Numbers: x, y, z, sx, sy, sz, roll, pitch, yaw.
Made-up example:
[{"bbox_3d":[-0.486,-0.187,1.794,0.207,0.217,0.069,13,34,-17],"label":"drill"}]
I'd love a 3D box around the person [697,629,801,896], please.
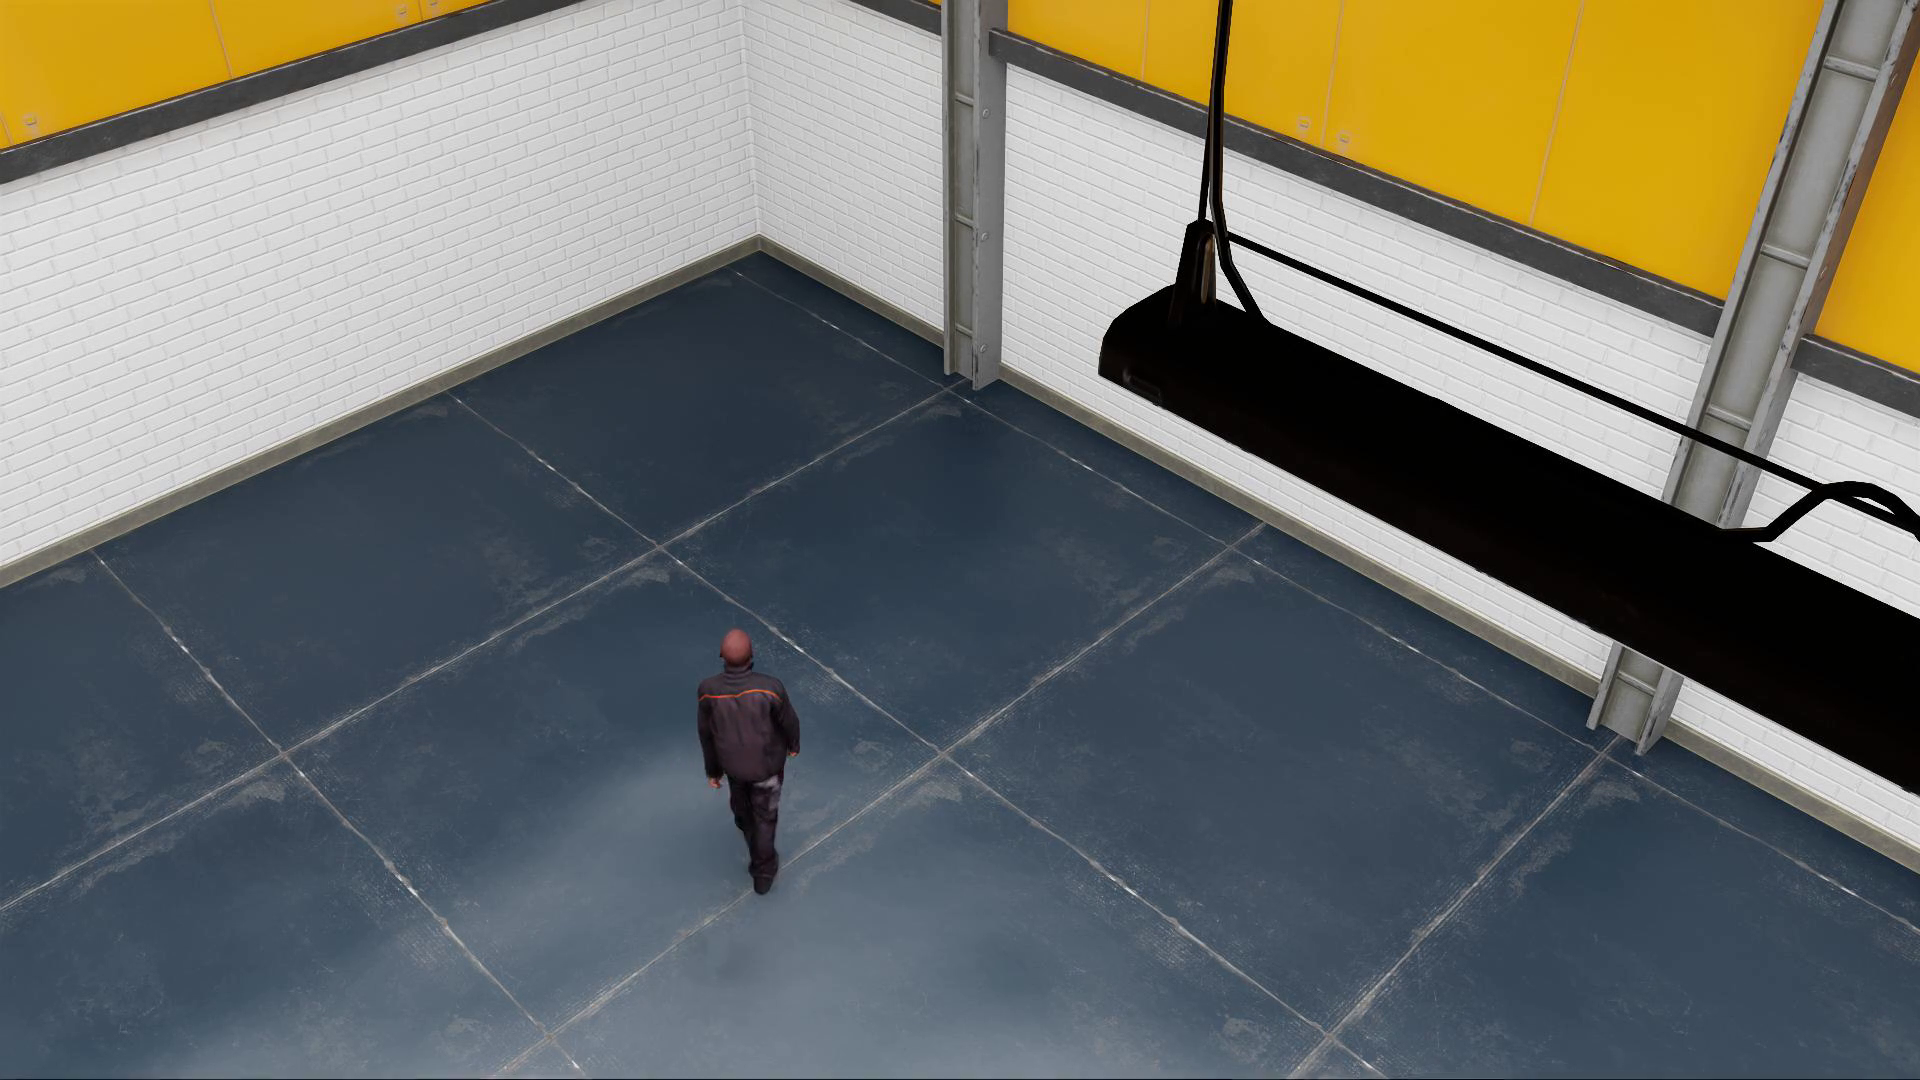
[{"bbox_3d":[-1.188,1.298,9.345,1.008,1.803,1.049,4,39,5],"label":"person"}]
